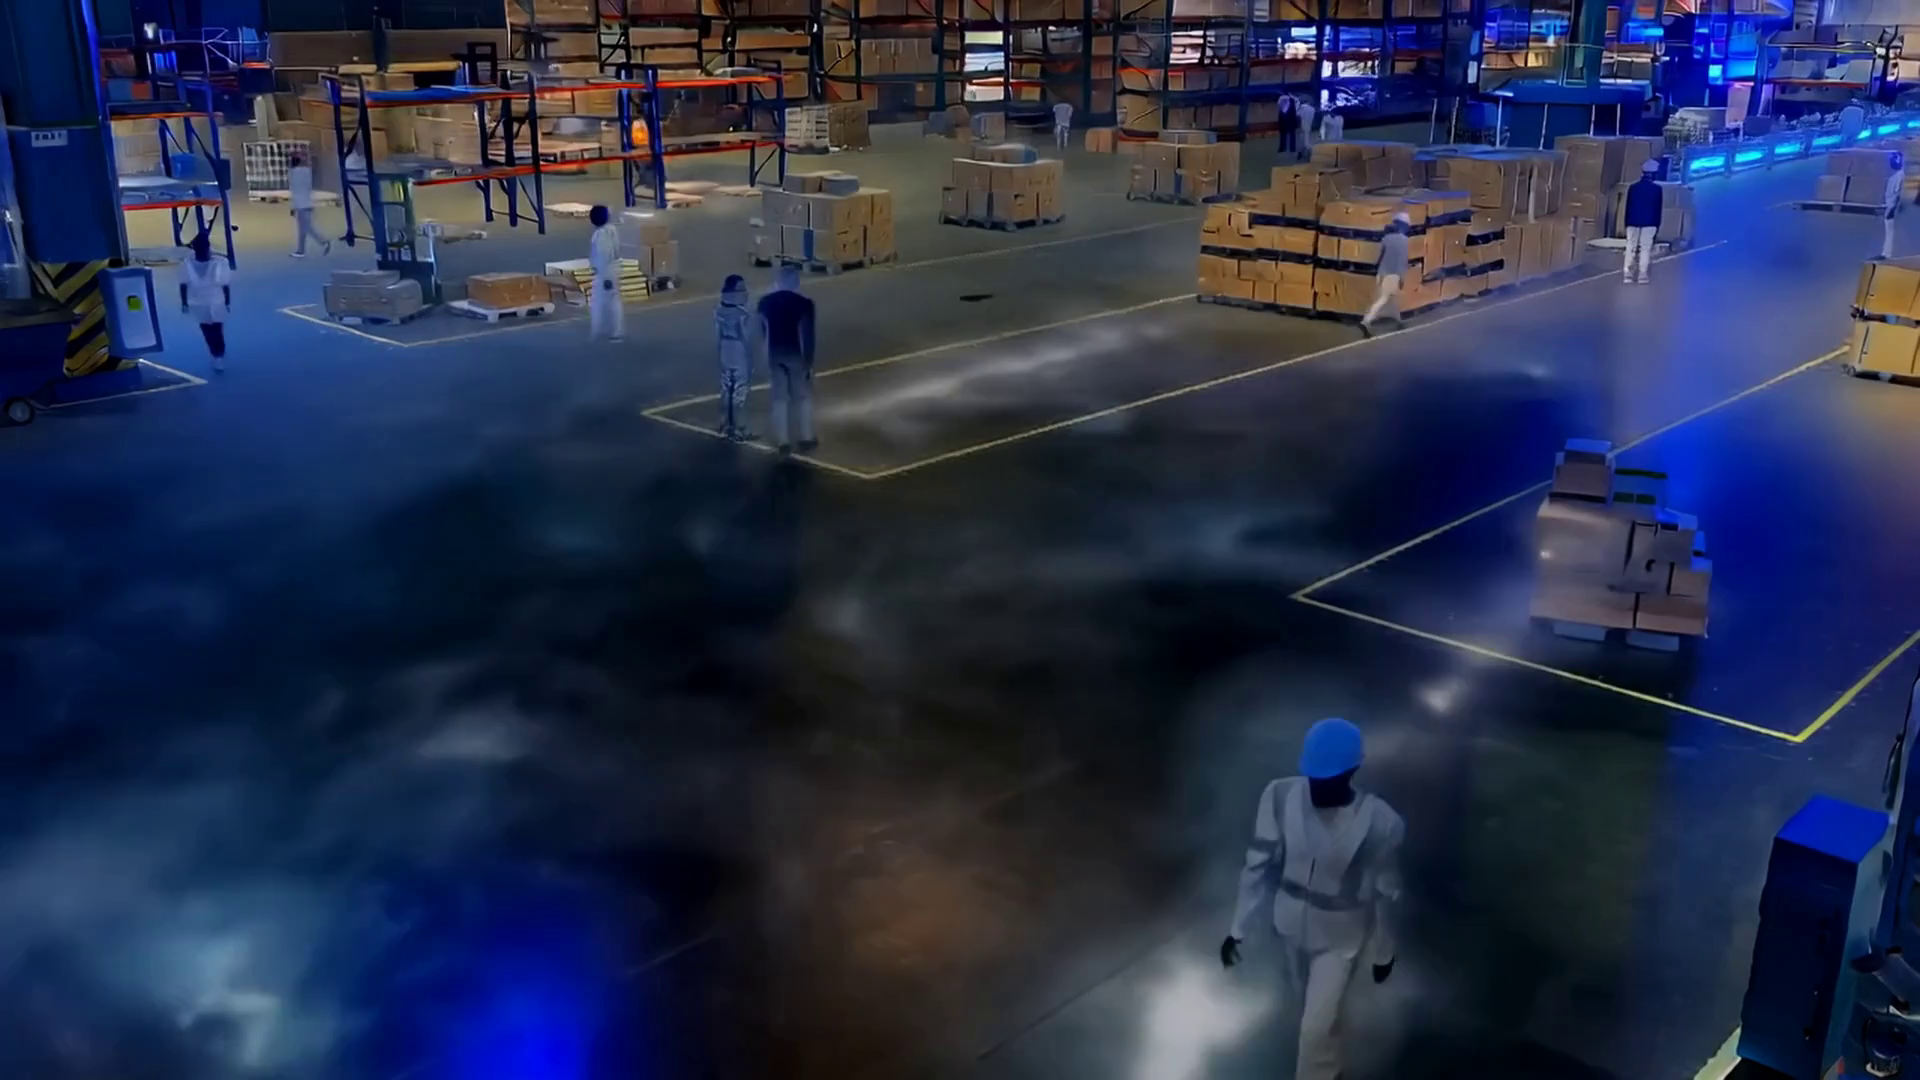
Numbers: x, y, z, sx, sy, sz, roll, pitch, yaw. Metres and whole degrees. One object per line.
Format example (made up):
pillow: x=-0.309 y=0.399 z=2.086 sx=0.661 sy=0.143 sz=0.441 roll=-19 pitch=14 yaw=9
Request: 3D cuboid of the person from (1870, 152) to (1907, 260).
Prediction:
person: x=15.951 y=-5.685 z=28.489 sx=0.334 sy=1.873 sz=0.521 roll=8 pitch=20 yaw=22

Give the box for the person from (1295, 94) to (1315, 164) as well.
person: x=9.292 y=-10.984 z=44.489 sx=0.528 sy=1.851 sz=0.698 roll=-7 pitch=19 yaw=-19

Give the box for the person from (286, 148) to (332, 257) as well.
person: x=-11.419 y=-5.874 z=29.017 sx=0.814 sy=1.900 sz=0.596 roll=3 pitch=19 yaw=9

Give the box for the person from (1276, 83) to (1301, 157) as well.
person: x=9.152 y=-11.786 z=46.605 sx=0.682 sy=2.000 sz=0.536 roll=-5 pitch=19 yaw=-14

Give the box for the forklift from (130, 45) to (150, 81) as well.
forklift: x=-25.517 y=-14.043 z=52.092 sx=1.873 sy=2.768 sz=1.129 roll=-9 pitch=20 yaw=-25

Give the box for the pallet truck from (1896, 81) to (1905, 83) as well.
pallet truck: x=34.802 y=-16.331 z=61.455 sx=0.653 sy=1.274 sz=1.630 roll=17 pitch=25 yaw=41

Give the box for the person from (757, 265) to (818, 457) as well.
person: x=-1.709 y=-1.815 z=16.768 sx=0.641 sy=1.917 sz=0.659 roll=6 pitch=19 yaw=16

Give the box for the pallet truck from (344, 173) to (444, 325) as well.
pallet truck: x=-8.209 y=-4.181 z=23.757 sx=0.823 sy=1.965 sz=1.885 roll=3 pitch=19 yaw=9

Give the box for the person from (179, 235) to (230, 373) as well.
person: x=-9.230 y=-2.873 z=20.335 sx=0.550 sy=1.670 sz=0.768 roll=-2 pitch=18 yaw=-6

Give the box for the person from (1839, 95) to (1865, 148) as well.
person: x=23.725 y=-10.900 z=44.276 sx=0.618 sy=1.818 sz=0.431 roll=16 pitch=24 yaw=39

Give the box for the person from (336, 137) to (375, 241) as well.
person: x=-11.366 y=-6.609 z=31.231 sx=0.629 sy=1.906 sz=0.926 roll=8 pitch=20 yaw=22

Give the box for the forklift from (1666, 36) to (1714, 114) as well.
forklift: x=27.341 y=-17.291 z=61.877 sx=1.129 sy=2.768 sz=1.873 roll=17 pitch=25 yaw=41

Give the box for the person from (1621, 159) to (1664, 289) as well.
person: x=10.723 y=-4.956 z=26.098 sx=0.395 sy=1.993 sz=0.614 roll=-12 pitch=22 yaw=-32

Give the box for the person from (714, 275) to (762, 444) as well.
person: x=-2.301 y=-1.865 z=17.178 sx=0.492 sy=1.743 sz=0.295 roll=13 pitch=22 yaw=35

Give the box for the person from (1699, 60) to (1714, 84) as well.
person: x=28.892 y=-17.657 z=64.543 sx=1.034 sy=1.890 sz=0.651 roll=-9 pitch=20 yaw=-25

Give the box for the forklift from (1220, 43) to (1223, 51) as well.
forklift: x=8.322 y=-15.262 z=55.763 sx=1.129 sy=2.768 sz=1.873 roll=17 pitch=25 yaw=41

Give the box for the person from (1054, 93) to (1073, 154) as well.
person: x=2.961 y=-11.896 z=47.513 sx=0.550 sy=1.664 sz=0.764 roll=2 pitch=19 yaw=7

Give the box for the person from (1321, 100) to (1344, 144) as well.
person: x=9.293 y=-9.958 z=41.336 sx=0.550 sy=1.887 sz=0.975 roll=-11 pitch=21 yaw=-30

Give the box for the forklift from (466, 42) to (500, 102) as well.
forklift: x=-15.799 y=-15.111 z=55.310 sx=1.873 sy=2.768 sz=1.129 roll=17 pitch=25 yaw=41

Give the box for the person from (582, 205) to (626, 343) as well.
person: x=-4.793 y=-3.511 z=22.015 sx=0.707 sy=1.816 sz=0.645 roll=2 pitch=18 yaw=5

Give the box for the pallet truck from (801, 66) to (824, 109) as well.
pallet truck: x=-4.812 y=-15.182 z=56.903 sx=0.823 sy=1.965 sz=1.885 roll=-9 pitch=21 yaw=-26

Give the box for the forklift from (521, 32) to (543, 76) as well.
forklift: x=-17.247 y=-19.051 z=67.179 sx=1.129 sy=2.768 sz=1.873 roll=17 pitch=25 yaw=41

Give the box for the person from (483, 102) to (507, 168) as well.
person: x=-11.561 y=-9.996 z=41.399 sx=0.596 sy=1.918 sz=0.379 roll=-1 pitch=18 yaw=-3

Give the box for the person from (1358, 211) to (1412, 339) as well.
person: x=5.774 y=-3.587 z=22.463 sx=1.025 sy=1.686 sz=0.542 roll=-11 pitch=21 yaw=-30

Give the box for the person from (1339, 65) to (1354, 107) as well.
person: x=15.345 y=-18.047 z=66.154 sx=0.516 sy=1.594 sz=0.803 roll=-5 pitch=19 yaw=-14

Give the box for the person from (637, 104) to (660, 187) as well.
person: x=-7.397 y=-9.386 z=39.514 sx=0.629 sy=1.949 sz=0.682 roll=17 pitch=25 yaw=41

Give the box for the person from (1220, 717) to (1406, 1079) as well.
person: x=1.404 y=1.572 z=6.617 sx=0.609 sy=1.876 sz=1.005 roll=14 pitch=23 yaw=36
